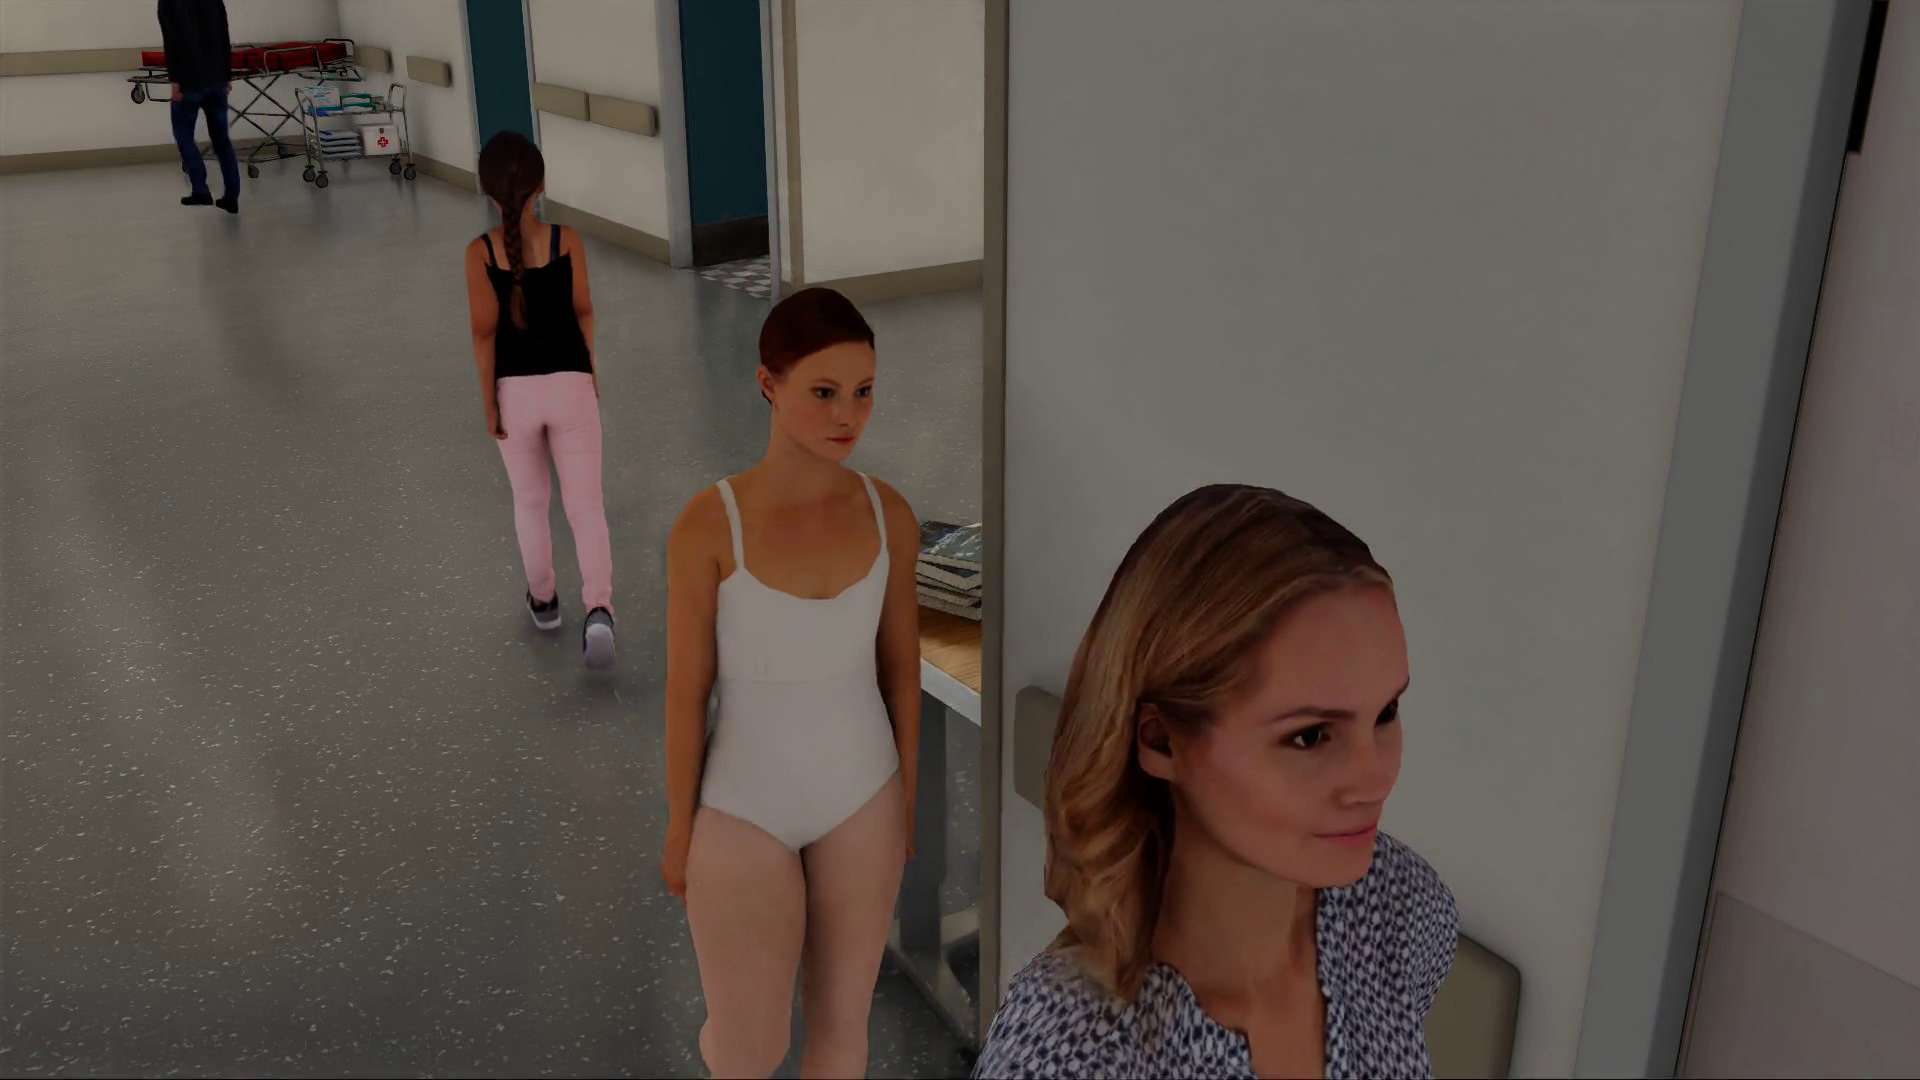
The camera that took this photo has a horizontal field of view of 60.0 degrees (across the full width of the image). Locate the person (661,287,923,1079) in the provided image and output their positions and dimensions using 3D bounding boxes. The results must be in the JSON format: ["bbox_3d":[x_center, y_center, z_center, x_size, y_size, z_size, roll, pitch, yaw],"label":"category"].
[{"bbox_3d":[-0.282,0.402,2.637,0.632,1.629,0.690,-8,22,-21],"label":"person"}]

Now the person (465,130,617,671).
[{"bbox_3d":[-1.182,-0.376,4.814,0.711,1.542,1.052,-6,22,-16],"label":"person"}]

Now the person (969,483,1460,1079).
[{"bbox_3d":[0.126,0.799,1.430,0.690,1.743,1.201,-11,23,-27],"label":"person"}]

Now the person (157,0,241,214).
[{"bbox_3d":[-5.492,-3.320,12.123,0.840,1.872,0.796,16,26,36],"label":"person"}]
